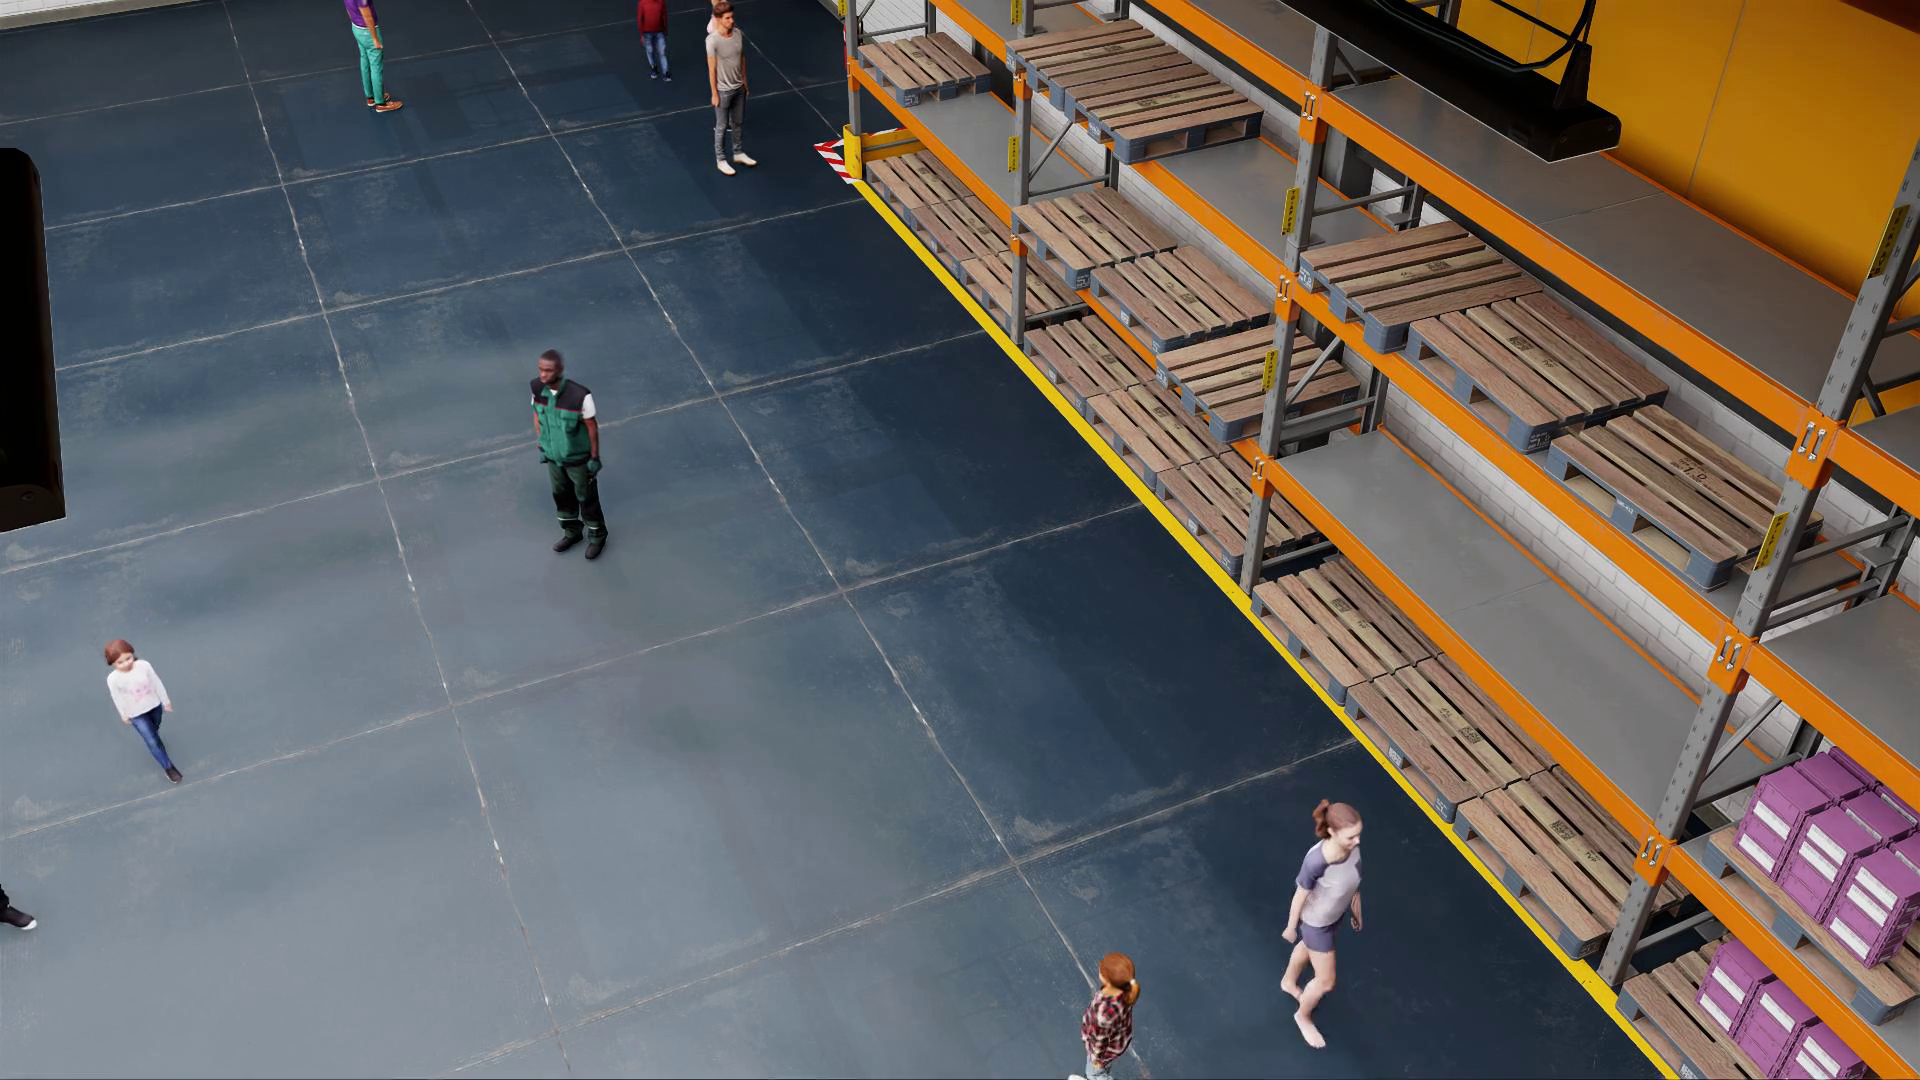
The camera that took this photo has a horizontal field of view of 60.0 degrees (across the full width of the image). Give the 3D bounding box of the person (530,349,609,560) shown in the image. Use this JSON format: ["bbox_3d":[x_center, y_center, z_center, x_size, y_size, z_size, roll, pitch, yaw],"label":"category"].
[{"bbox_3d":[-2.991,-0.671,12.727,0.777,1.840,0.837,13,40,16],"label":"person"}]

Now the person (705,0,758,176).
[{"bbox_3d":[-2.512,-4.905,17.986,0.691,1.893,0.716,28,47,31],"label":"person"}]

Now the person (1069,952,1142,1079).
[{"bbox_3d":[0.847,2.690,8.955,0.852,1.295,0.741,23,44,26],"label":"person"}]

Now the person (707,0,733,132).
[{"bbox_3d":[-2.676,-5.498,18.865,0.709,1.723,0.626,7,39,9],"label":"person"}]

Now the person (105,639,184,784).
[{"bbox_3d":[-5.494,1.079,11.138,0.834,1.088,0.628,31,48,33],"label":"person"}]

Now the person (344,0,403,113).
[{"bbox_3d":[-6.901,-5.871,19.295,0.741,1.768,0.583,-30,47,-32],"label":"person"}]

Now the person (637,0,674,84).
[{"bbox_3d":[-3.725,-6.179,20.110,0.588,1.232,0.859,-10,40,-12],"label":"person"}]

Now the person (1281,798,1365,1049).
[{"bbox_3d":[1.982,2.054,9.386,0.676,1.751,0.766,-31,48,-33],"label":"person"}]
